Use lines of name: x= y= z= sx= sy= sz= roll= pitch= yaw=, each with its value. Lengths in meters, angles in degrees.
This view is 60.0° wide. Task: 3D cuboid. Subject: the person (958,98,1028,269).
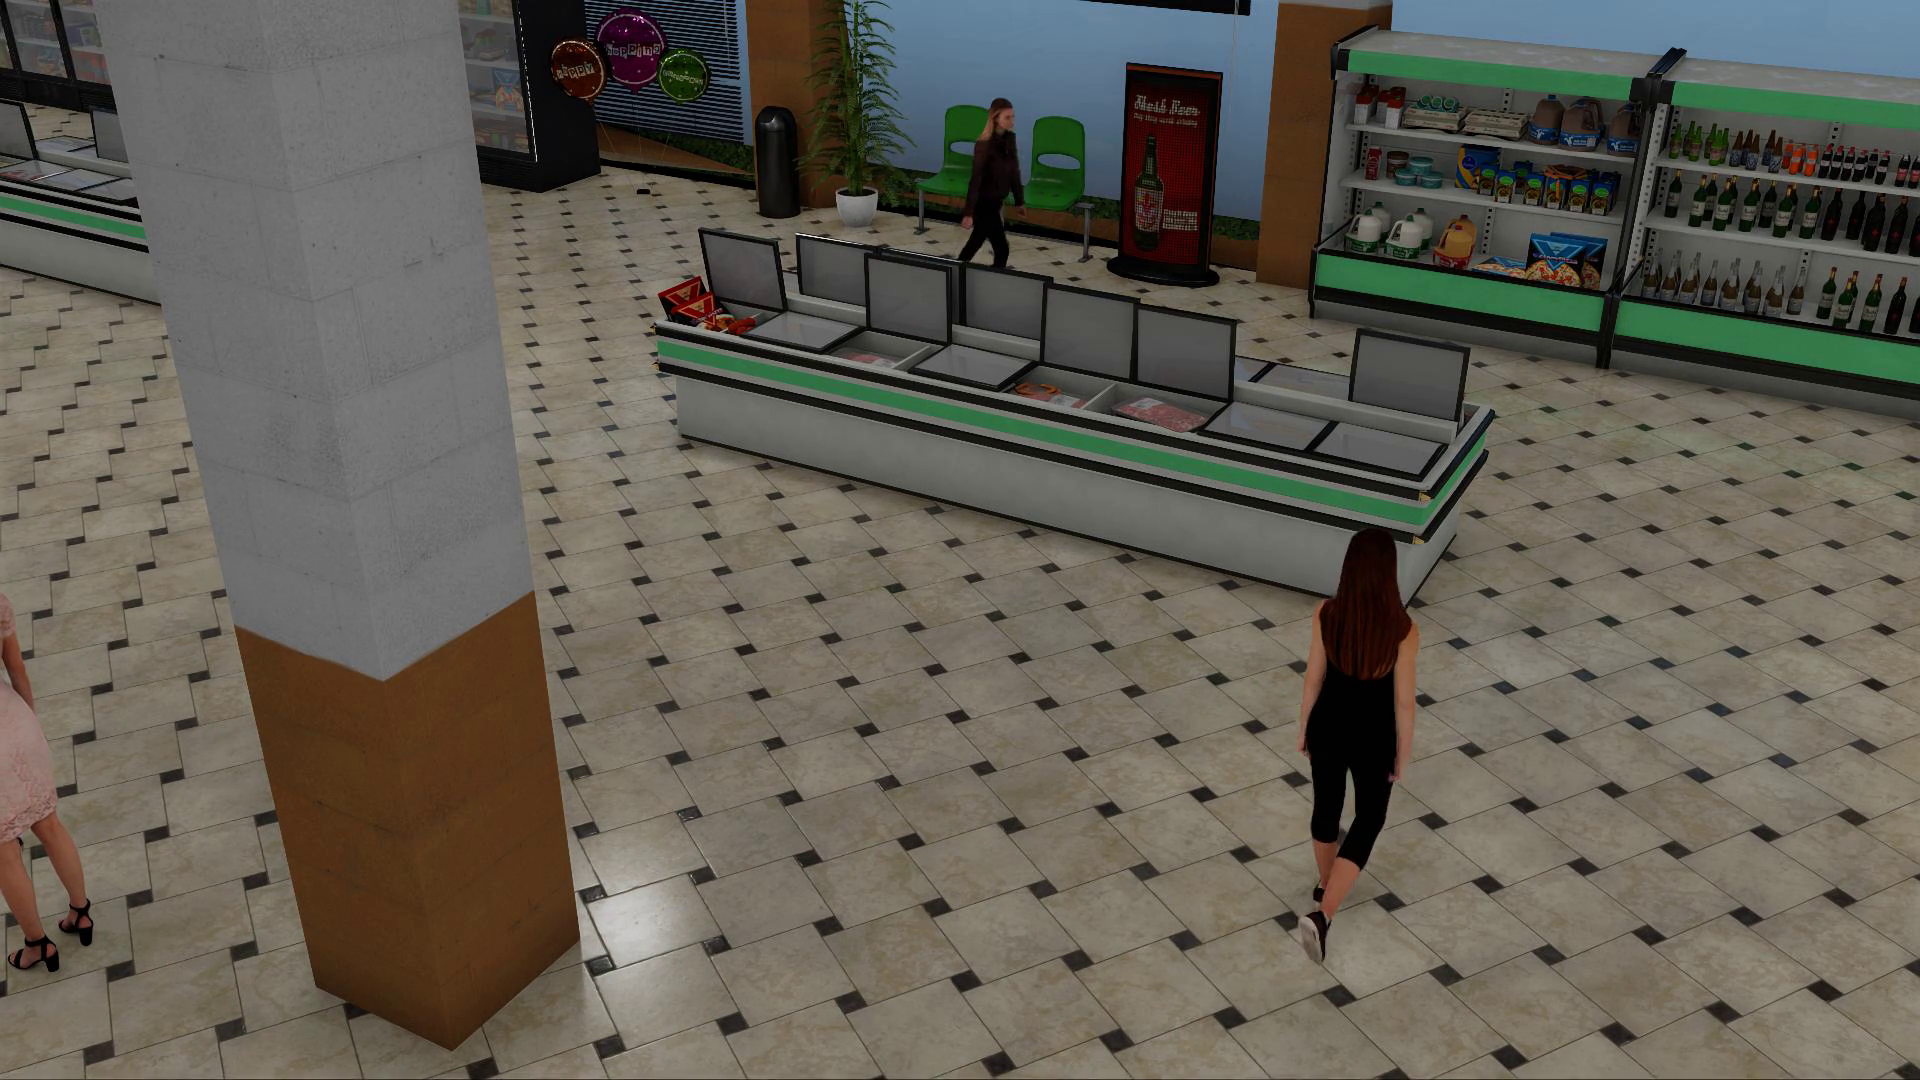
person: x=0.172 y=-2.565 z=12.806 sx=0.999 sy=1.639 sz=0.633 roll=12 pitch=29 yaw=23

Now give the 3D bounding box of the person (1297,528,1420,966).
person: x=1.410 y=0.779 z=6.137 sx=0.911 sy=1.709 sz=0.642 roll=15 pitch=31 yaw=27

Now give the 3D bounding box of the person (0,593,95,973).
person: x=-3.479 y=0.774 z=6.010 sx=0.523 sy=1.830 sz=0.586 roll=11 pitch=29 yaw=21
